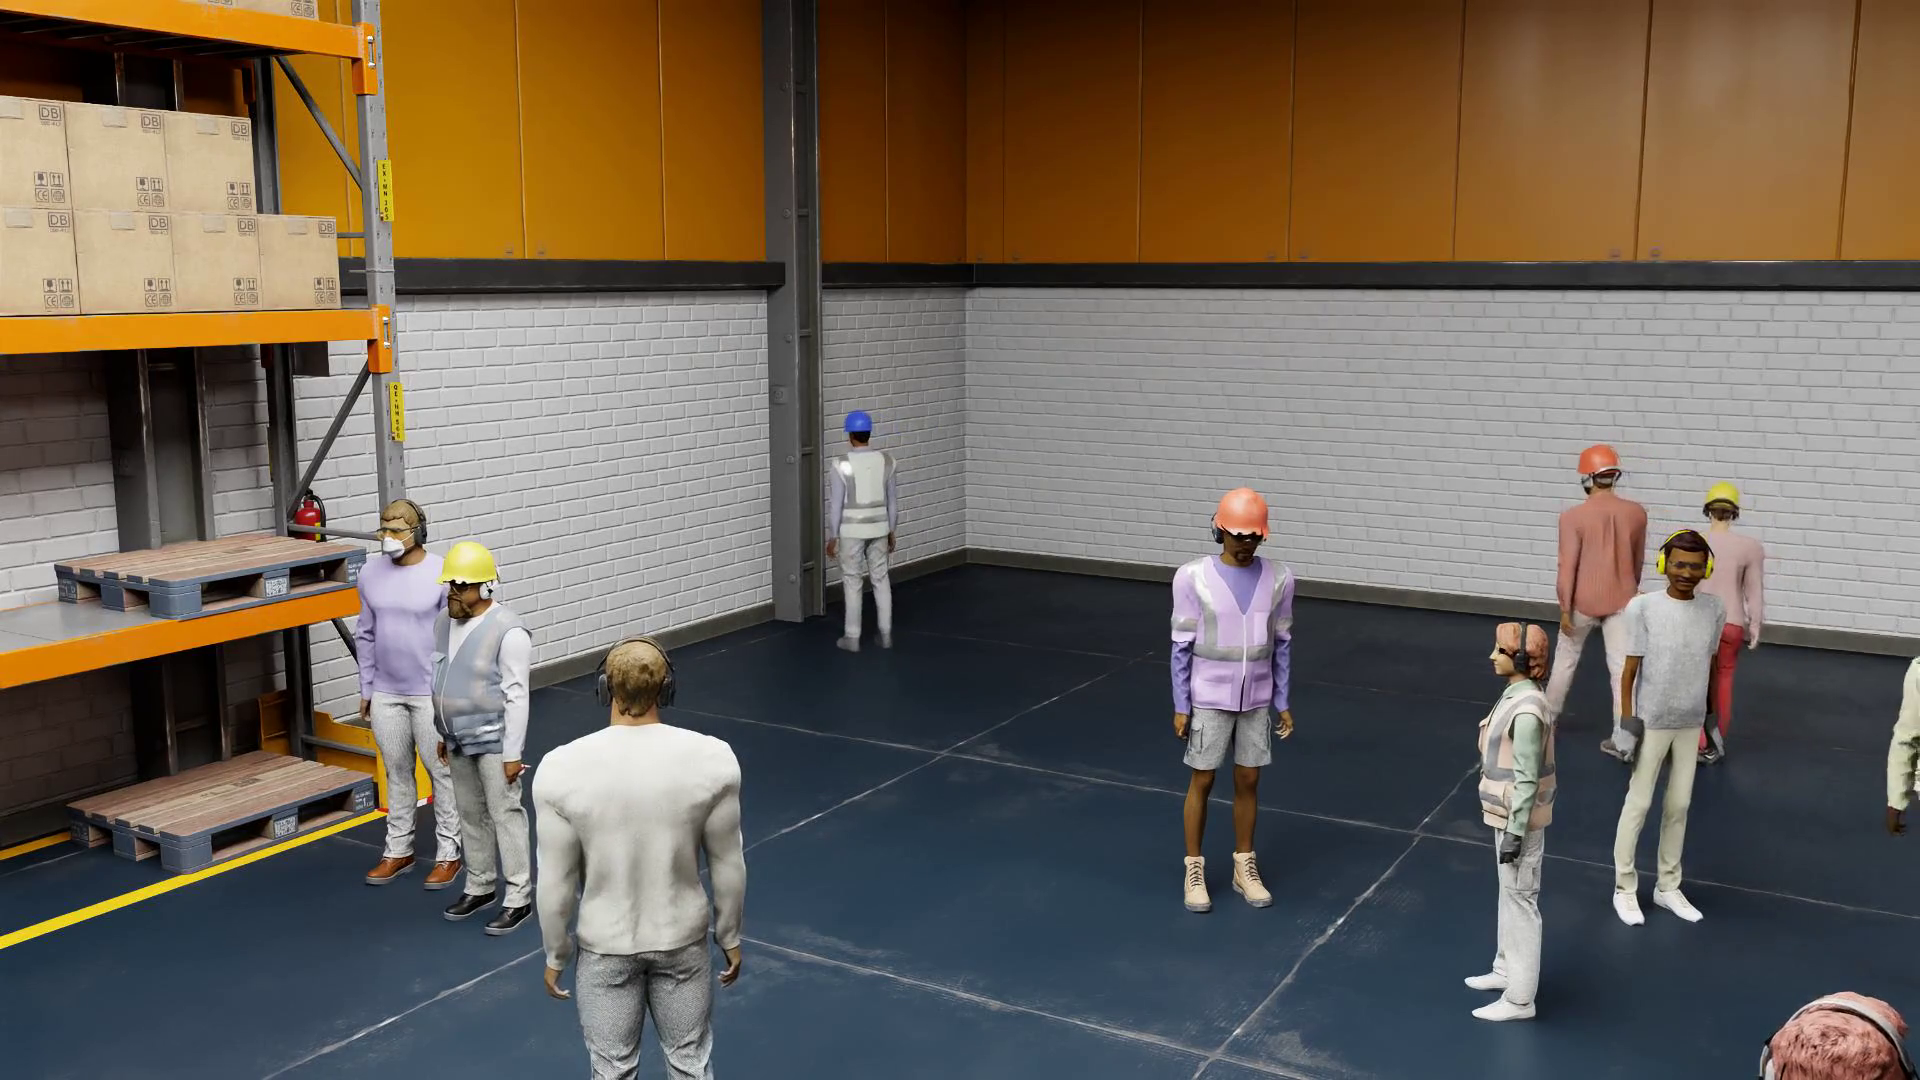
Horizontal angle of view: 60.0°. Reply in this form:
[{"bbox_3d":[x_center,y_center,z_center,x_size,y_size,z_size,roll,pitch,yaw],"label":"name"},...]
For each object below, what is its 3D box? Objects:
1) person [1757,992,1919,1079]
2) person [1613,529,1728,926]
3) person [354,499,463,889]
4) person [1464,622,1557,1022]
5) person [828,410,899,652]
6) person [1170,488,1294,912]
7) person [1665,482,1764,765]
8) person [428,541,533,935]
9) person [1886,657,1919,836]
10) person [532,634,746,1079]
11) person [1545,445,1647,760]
[{"bbox_3d":[1.367,1.658,2.723,0.640,1.900,0.403,8,12,40],"label":"person"},{"bbox_3d":[3.318,0.868,7.750,0.518,1.865,0.323,-1,9,-8],"label":"person"},{"bbox_3d":[-2.697,0.757,8.214,0.628,1.940,0.373,2,9,14],"label":"person"},{"bbox_3d":[2.257,1.137,6.770,0.309,1.641,0.513,2,9,13],"label":"person"},{"bbox_3d":[-0.785,-0.075,13.381,0.615,1.944,0.407,-5,10,-28],"label":"person"},{"bbox_3d":[1.305,0.757,7.921,0.605,2.035,0.385,-2,9,-11],"label":"person"},{"bbox_3d":[4.703,0.501,10.442,0.541,1.732,0.783,2,9,12],"label":"person"},{"bbox_3d":[-2.218,0.903,7.674,0.593,1.826,0.404,7,11,36],"label":"person"},{"bbox_3d":[4.038,1.069,6.683,0.556,1.802,0.610,-8,12,-41],"label":"person"},{"bbox_3d":[-0.977,1.248,5.147,0.635,1.937,0.354,-2,9,-15],"label":"person"},{"bbox_3d":[4.050,0.365,10.644,0.627,1.942,0.990,-1,9,-5],"label":"person"}]
